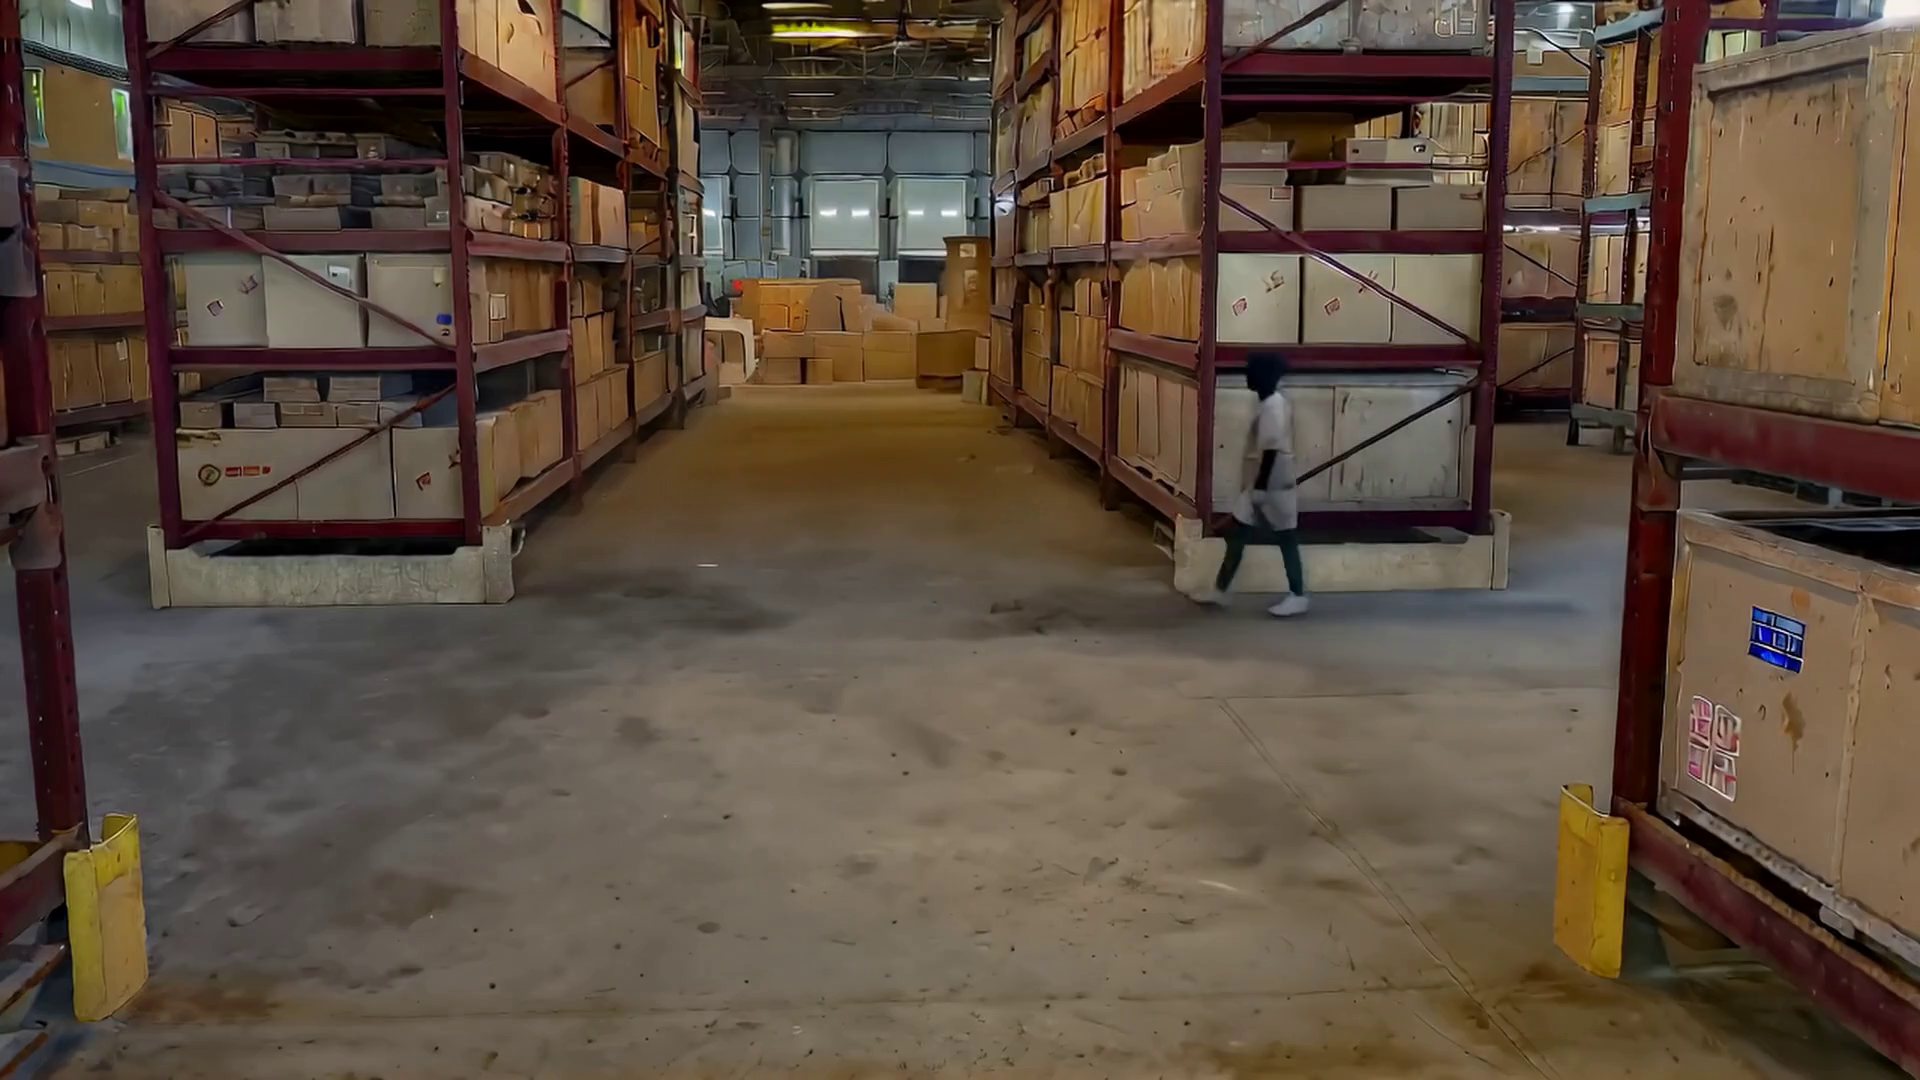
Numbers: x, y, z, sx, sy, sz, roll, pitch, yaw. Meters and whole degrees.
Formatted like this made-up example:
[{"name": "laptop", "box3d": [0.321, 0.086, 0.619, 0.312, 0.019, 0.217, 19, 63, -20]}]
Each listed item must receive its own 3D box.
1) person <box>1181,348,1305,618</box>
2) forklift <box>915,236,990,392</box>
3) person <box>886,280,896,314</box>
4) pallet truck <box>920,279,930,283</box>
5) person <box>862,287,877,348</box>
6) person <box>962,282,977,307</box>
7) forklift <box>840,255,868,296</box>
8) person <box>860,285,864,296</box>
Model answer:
[{"name": "person", "box3d": [1.771, -0.337, 10.225, 0.820, 1.656, 0.557, -1, 9, -5]}, {"name": "forklift", "box3d": [0.146, -4.169, 30.509, 1.129, 2.768, 1.873, 8, 12, 40]}, {"name": "person", "box3d": [-2.518, -8.778, 62.432, 0.585, 1.928, 0.368, 6, 11, 35]}, {"name": "pallet truck", "box3d": [-0.932, -8.922, 63.114, 1.885, 1.965, 0.823, 2, 9, 13]}, {"name": "person", "box3d": [-2.041, -4.850, 38.044, 0.429, 1.839, 0.634, -4, 10, -26]}, {"name": "person", "box3d": [0.233, -3.887, 31.505, 0.379, 1.996, 0.611, -4, 10, -24]}, {"name": "forklift", "box3d": [-3.663, -8.478, 57.565, 1.129, 2.768, 1.873, -5, 10, -30]}, {"name": "person", "box3d": [-2.568, -5.759, 43.604, 0.996, 1.903, 0.637, -1, 9, -4]}]
